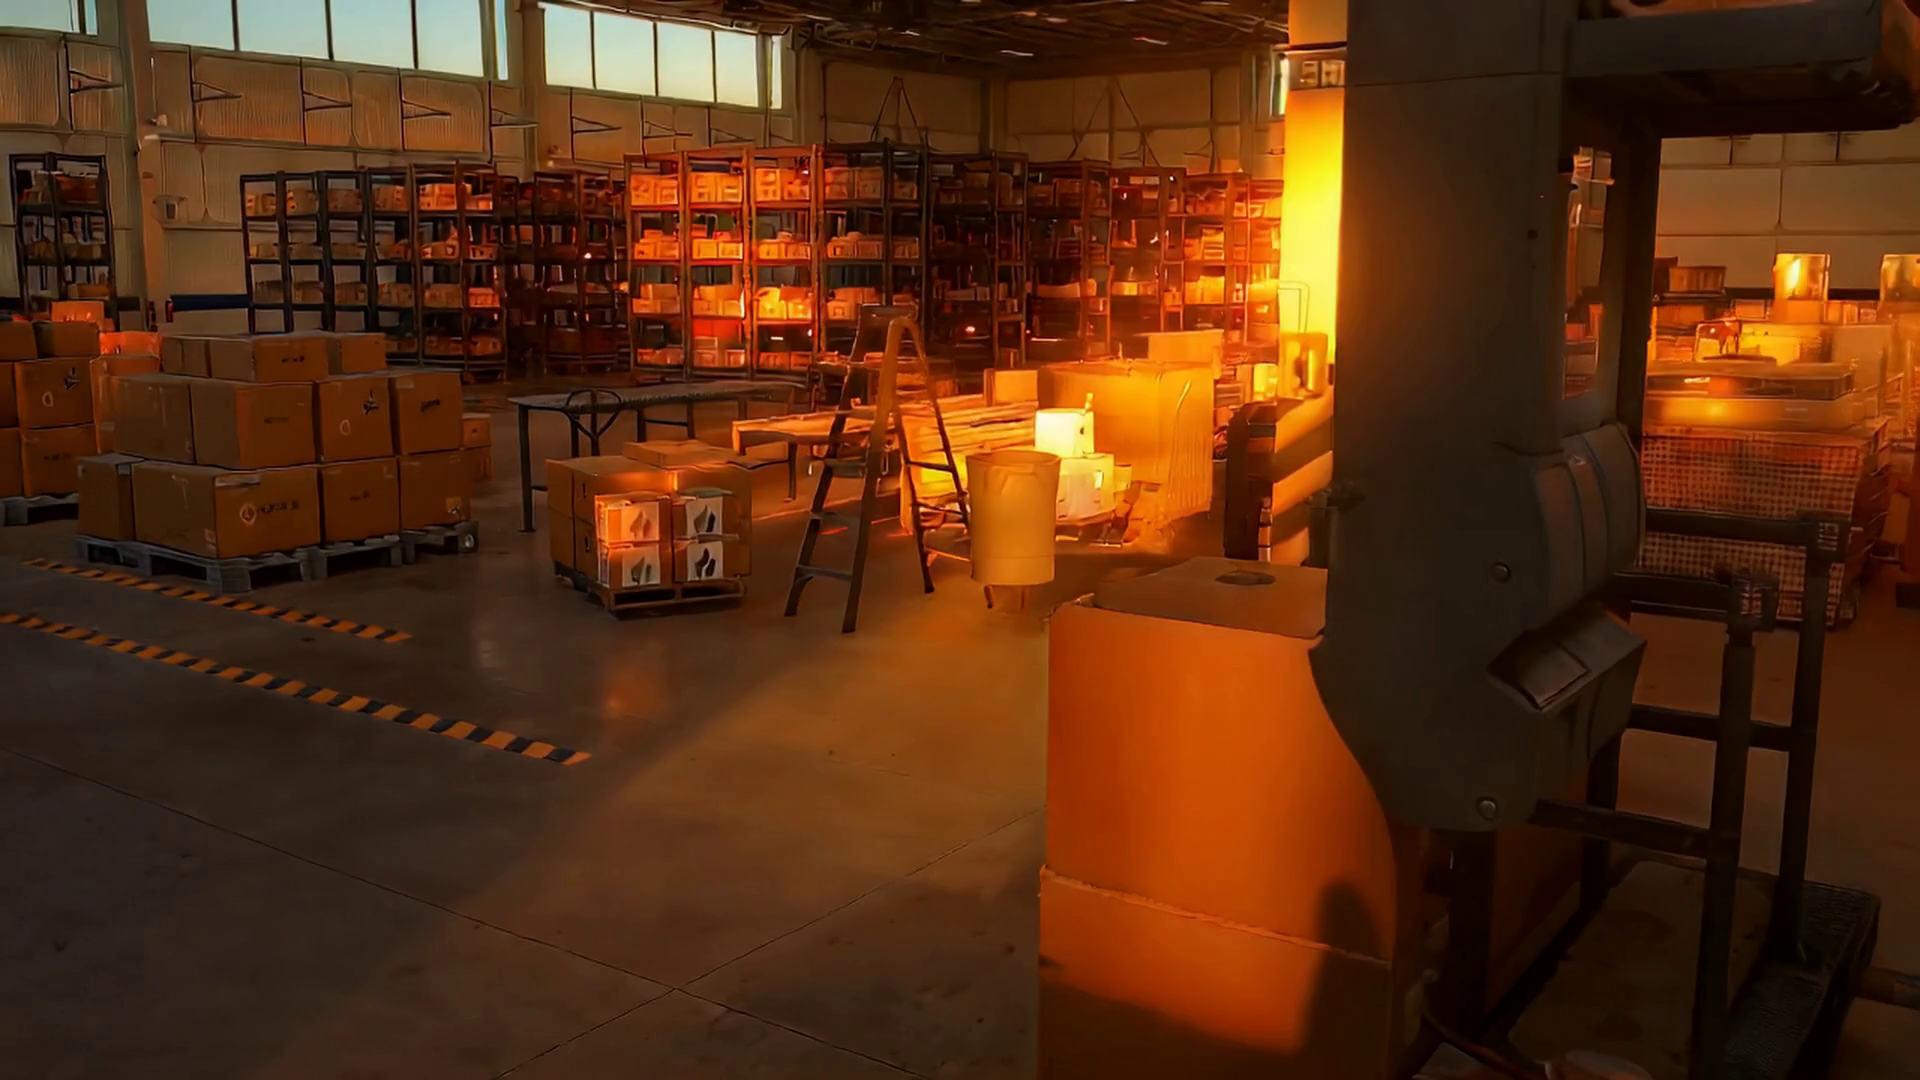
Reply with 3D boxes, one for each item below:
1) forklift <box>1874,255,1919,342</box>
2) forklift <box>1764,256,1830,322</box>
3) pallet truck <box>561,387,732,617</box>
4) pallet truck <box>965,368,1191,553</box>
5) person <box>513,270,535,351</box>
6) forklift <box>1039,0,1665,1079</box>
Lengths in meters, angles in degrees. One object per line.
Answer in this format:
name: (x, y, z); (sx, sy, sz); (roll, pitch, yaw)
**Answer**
forklift: (22.089, -5.634, 38.796); (1.157, 1.987, 2.680); (6, 11, 33)
forklift: (20.253, -5.854, 40.139); (1.157, 1.987, 2.680); (7, 12, 35)
pallet truck: (-1.981, -0.274, 10.088); (0.680, 1.201, 1.601); (-5, 11, -28)
pallet truck: (0.845, -0.609, 11.869); (1.630, 1.274, 0.653); (7, 12, 35)
person: (-9.751, -5.148, 37.342); (0.491, 1.822, 0.601); (-9, 13, -42)
forklift: (1.249, -0.137, 4.360); (1.873, 2.768, 1.129); (7, 12, 35)
